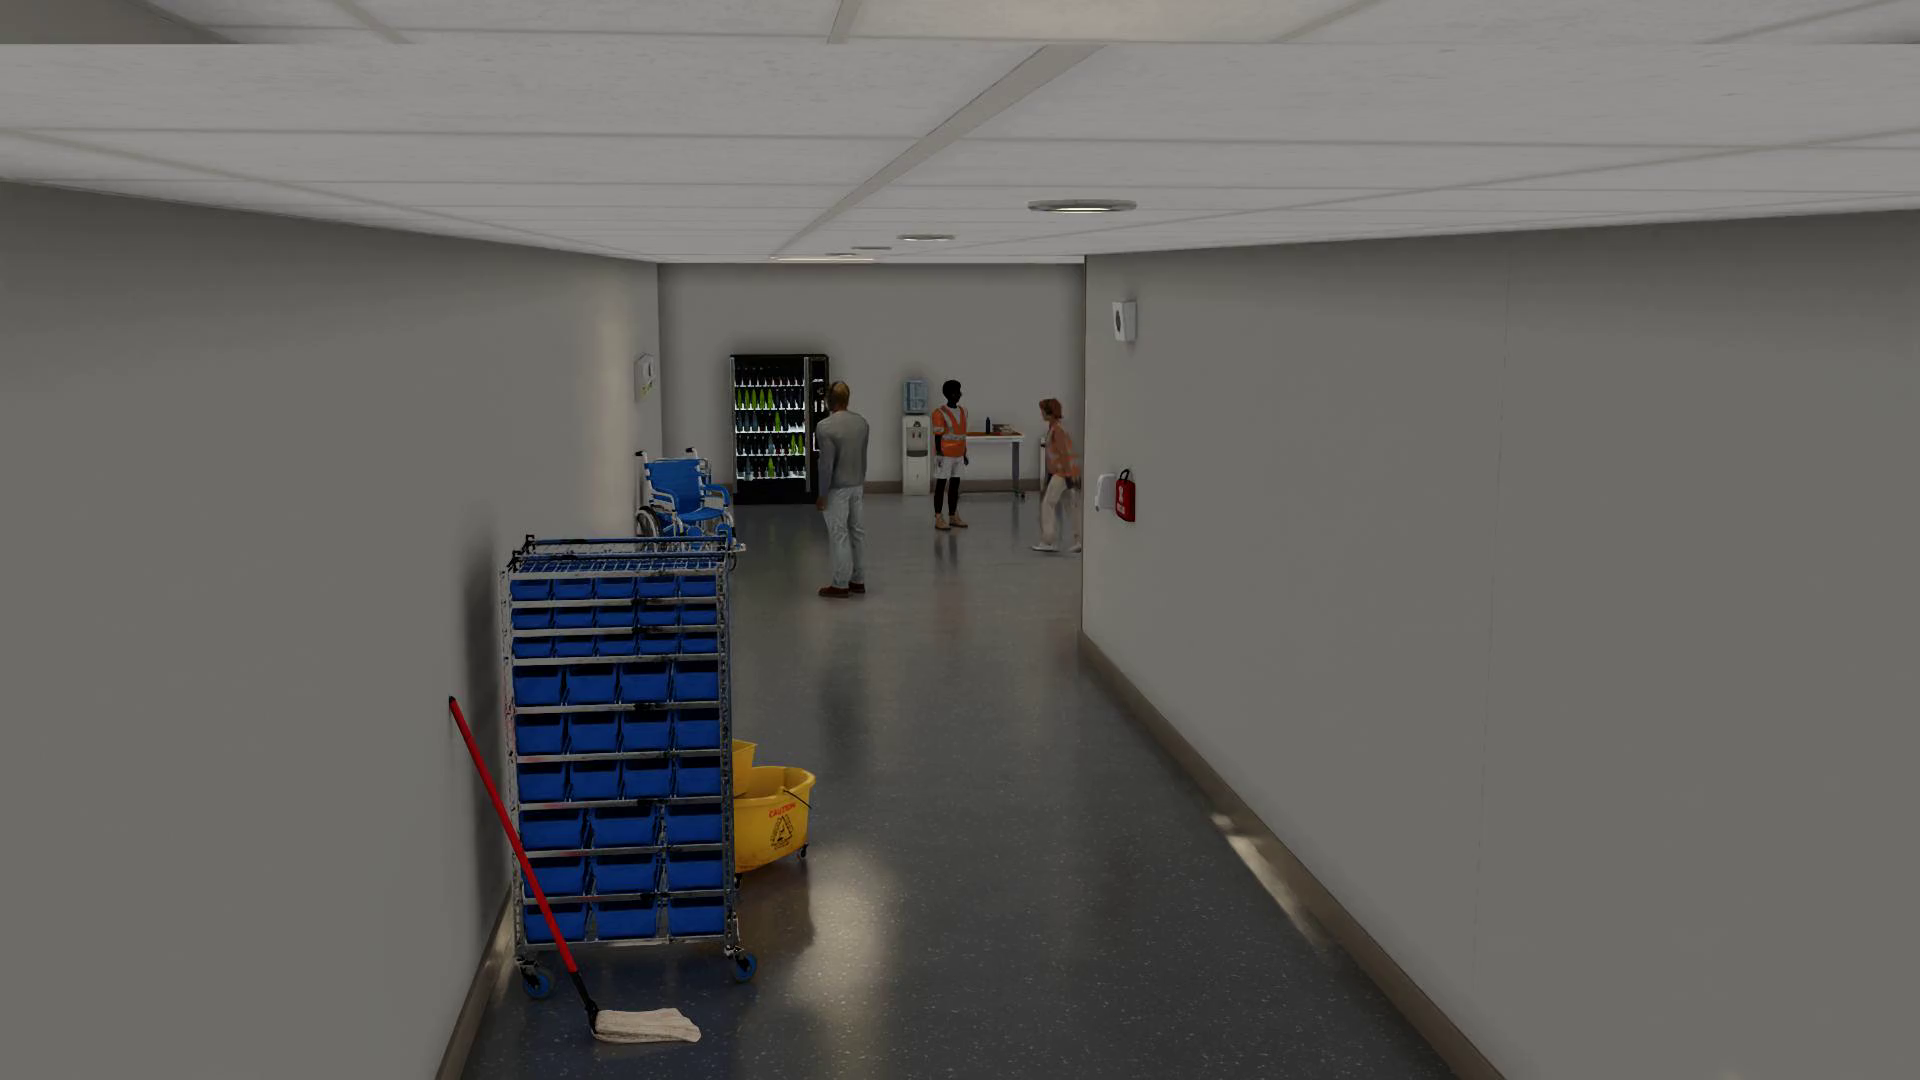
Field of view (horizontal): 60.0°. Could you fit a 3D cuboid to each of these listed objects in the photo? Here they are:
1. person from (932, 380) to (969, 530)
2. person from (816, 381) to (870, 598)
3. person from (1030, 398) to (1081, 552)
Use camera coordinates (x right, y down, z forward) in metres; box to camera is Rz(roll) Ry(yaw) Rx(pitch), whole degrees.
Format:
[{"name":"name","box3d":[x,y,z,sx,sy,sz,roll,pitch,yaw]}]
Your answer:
[{"name":"person","box3d":[-0.102,-0.965,18.811,0.322,1.697,0.534,9,13,43]},{"name":"person","box3d":[-1.060,-0.449,14.840,0.379,1.940,0.629,7,11,36]},{"name":"person","box3d":[1.016,-0.657,17.161,0.720,1.605,0.533,1,9,6]}]
